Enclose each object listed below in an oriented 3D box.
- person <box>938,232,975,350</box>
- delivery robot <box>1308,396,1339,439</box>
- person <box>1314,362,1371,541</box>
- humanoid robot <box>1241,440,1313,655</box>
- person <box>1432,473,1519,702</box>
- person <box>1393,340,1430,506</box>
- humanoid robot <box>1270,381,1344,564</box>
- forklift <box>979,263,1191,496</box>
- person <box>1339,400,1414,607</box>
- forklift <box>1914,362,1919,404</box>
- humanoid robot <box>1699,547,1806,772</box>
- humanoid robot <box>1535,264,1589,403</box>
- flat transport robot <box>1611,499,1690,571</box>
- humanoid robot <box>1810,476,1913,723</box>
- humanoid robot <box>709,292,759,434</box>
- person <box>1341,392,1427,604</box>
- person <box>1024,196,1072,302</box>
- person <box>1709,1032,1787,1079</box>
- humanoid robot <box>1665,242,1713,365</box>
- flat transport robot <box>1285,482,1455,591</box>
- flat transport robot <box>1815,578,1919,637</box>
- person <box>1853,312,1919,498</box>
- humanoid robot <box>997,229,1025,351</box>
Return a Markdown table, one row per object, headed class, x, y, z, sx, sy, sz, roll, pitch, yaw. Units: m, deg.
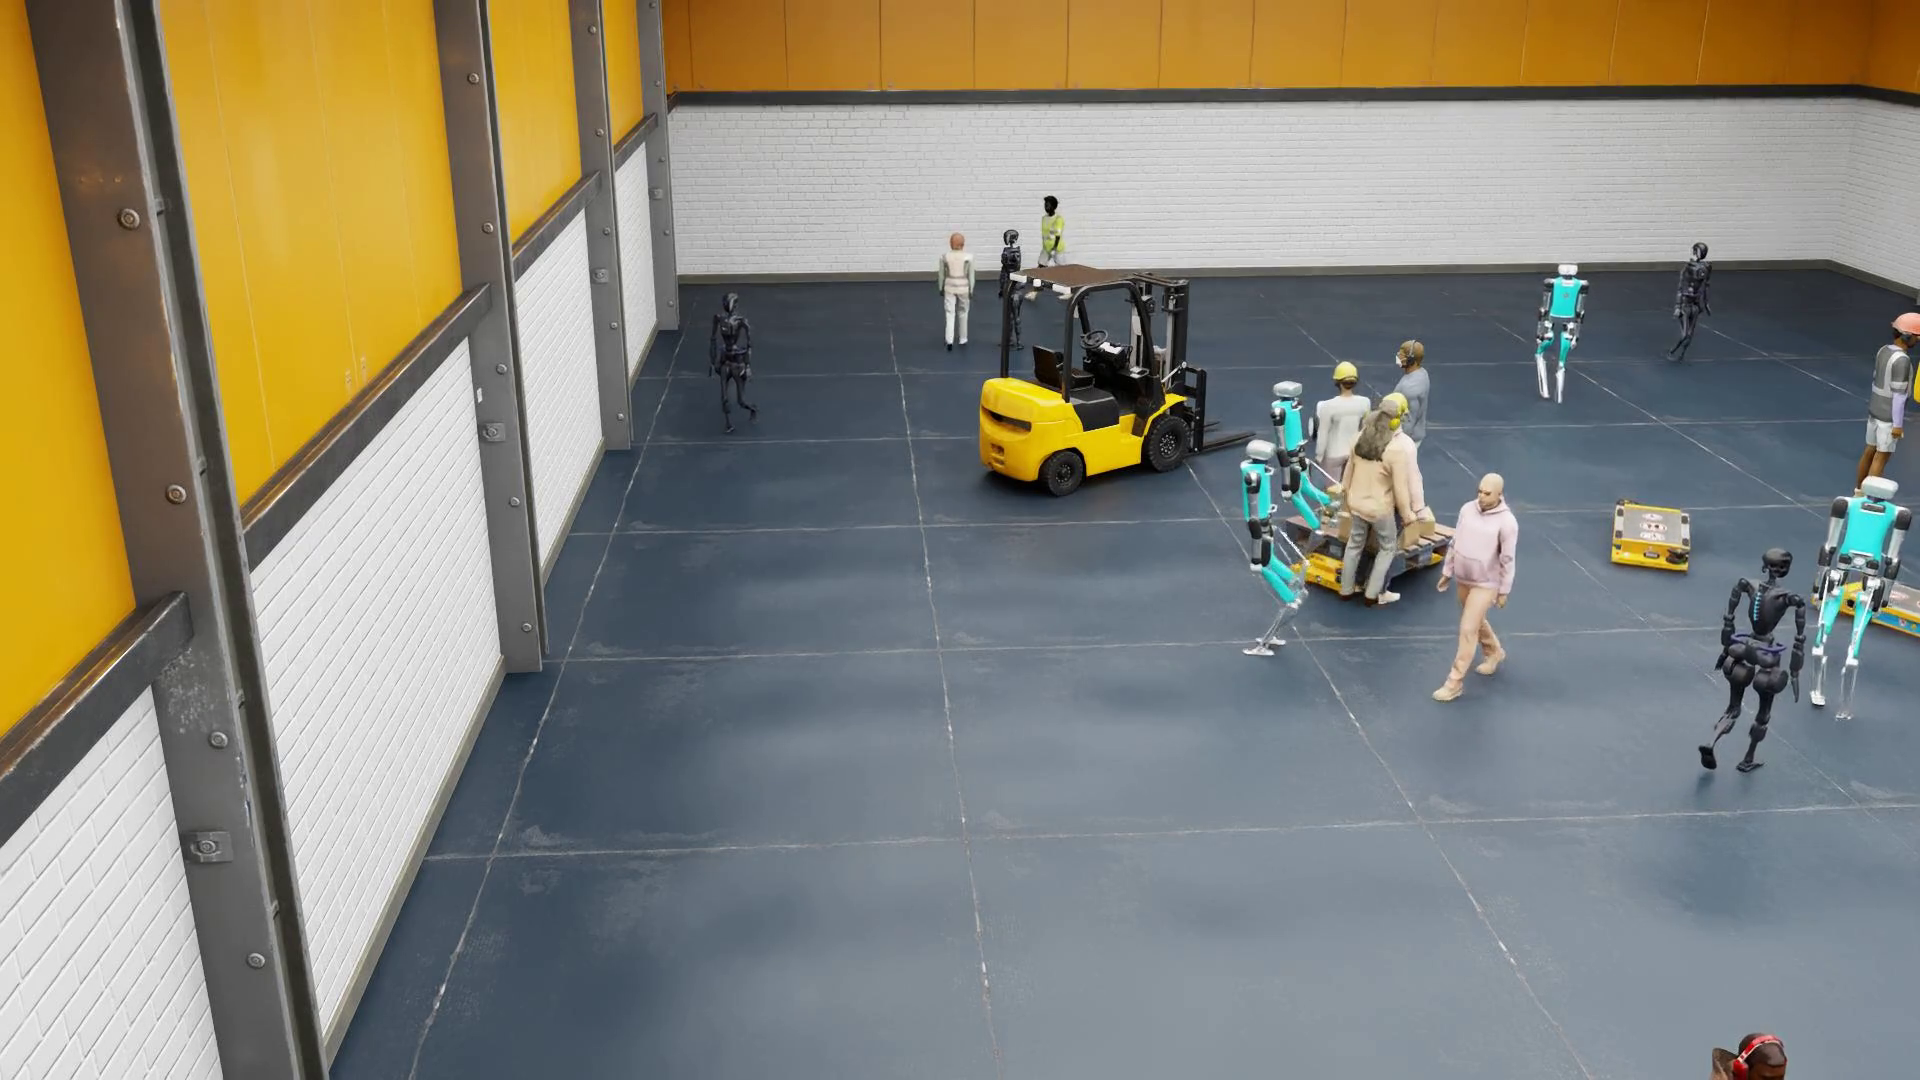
| class | x | y | z | sx | sy | sz | roll | pitch | yaw |
| --- | --- | --- | --- | --- | --- | --- | --- | --- | --- |
| person | -0.053 | -3.456 | 23.098 | 0.519 | 1.611 | 0.733 | 2 | 20 | 6 |
| delivery robot | 4.287 | -1.339 | 18.846 | 0.499 | 0.585 | 0.765 | -1 | 20 | -4 |
| person | 3.599 | -0.809 | 15.673 | 0.533 | 1.756 | 0.380 | -7 | 21 | -18 |
| humanoid robot | 2.559 | 0.087 | 13.235 | 0.704 | 1.776 | 0.538 | 5 | 21 | 14 |
| person | 3.962 | 0.305 | 12.637 | 0.890 | 1.750 | 0.521 | -12 | 23 | -30 |
| person | 4.221 | -0.950 | 15.796 | 0.373 | 1.939 | 0.629 | 7 | 21 | 19 |
| humanoid robot | 3.166 | -0.516 | 14.925 | 0.841 | 1.761 | 0.543 | 11 | 23 | 27 |
| forklift | 1.315 | -1.764 | 17.646 | 2.313 | 2.155 | 1.214 | -14 | 24 | -33 |
| person | 3.540 | -0.288 | 14.148 | 0.443 | 1.860 | 0.577 | -13 | 24 | -31 |
| forklift | 12.602 | -2.435 | 19.475 | 2.313 | 2.155 | 1.214 | -1 | 20 | -4 |
| humanoid robot | 5.398 | 0.838 | 11.313 | 0.545 | 1.633 | 0.616 | -14 | 24 | -34 |
| humanoid robot | 7.318 | -2.514 | 20.451 | 0.536 | 1.846 | 0.743 | 3 | 20 | 8 |
| flat transport robot | 6.548 | -0.051 | 15.766 | 0.659 | 0.231 | 1.431 | 8 | 22 | 20 |
| humanoid robot | 6.561 | 0.506 | 12.243 | 0.560 | 1.846 | 0.853 | 10 | 23 | 26 |
| humanoid robot | -2.601 | -2.072 | 19.231 | 0.593 | 1.639 | 0.505 | 9 | 22 | 23 |
| person | 3.612 | -0.351 | 14.283 | 0.438 | 1.858 | 0.809 | -17 | 26 | -39 |
| person | 1.406 | -4.548 | 26.007 | 0.874 | 1.646 | 0.531 | -15 | 25 | -35 |
| person | 3.001 | 2.608 | 6.528 | 0.462 | 1.646 | 0.308 | -3 | 20 | -9 |
| humanoid robot | 9.749 | -3.156 | 22.192 | 0.584 | 1.645 | 0.356 | -8 | 22 | -22 |
| flat transport robot | 3.739 | 0.163 | 15.182 | 1.431 | 0.231 | 0.659 | -15 | 25 | -36 |
| flat transport robot | 8.031 | 0.630 | 13.912 | 0.659 | 0.231 | 1.431 | -13 | 24 | -31 |
| person | 9.199 | -1.243 | 16.450 | 0.382 | 2.040 | 0.604 | 3 | 20 | 8 |
| humanoid robot | 0.717 | -3.465 | 23.004 | 0.315 | 1.657 | 0.599 | -8 | 22 | -20 |
